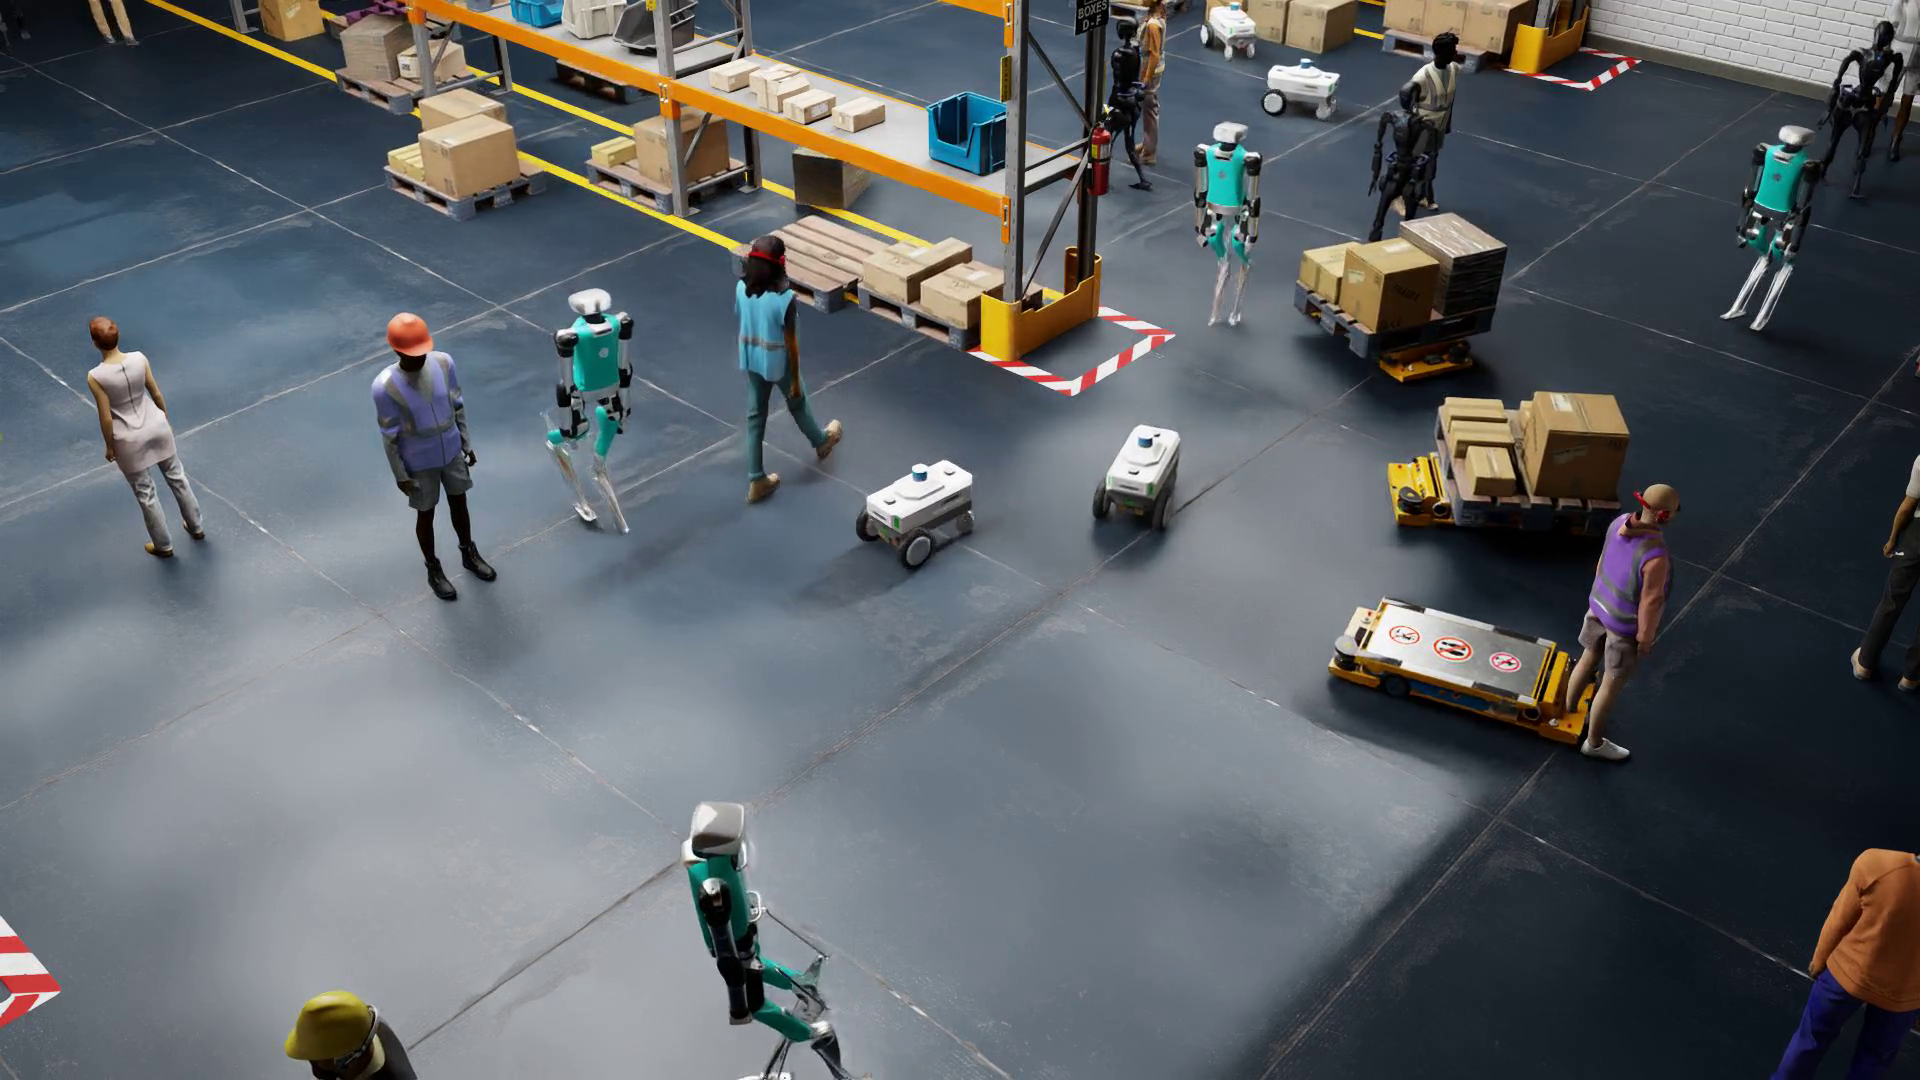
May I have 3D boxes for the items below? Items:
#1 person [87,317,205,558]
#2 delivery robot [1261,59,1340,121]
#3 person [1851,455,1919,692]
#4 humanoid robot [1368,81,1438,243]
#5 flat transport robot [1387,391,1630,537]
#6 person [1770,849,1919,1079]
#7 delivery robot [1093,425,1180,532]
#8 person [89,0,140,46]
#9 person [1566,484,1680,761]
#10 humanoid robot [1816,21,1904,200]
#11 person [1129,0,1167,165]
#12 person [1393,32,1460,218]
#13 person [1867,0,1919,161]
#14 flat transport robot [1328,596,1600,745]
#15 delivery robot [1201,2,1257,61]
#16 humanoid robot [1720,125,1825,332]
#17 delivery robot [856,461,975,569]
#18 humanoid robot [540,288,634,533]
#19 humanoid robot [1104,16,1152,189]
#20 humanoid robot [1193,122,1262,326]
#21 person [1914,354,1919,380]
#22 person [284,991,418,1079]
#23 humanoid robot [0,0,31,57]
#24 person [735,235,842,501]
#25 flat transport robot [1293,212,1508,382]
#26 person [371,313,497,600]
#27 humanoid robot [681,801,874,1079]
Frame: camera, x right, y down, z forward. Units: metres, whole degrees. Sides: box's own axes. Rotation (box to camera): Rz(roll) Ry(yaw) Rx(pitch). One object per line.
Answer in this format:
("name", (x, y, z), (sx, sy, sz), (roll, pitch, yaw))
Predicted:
("person", (-5.197, -0.649, 10.523), (0.285, 1.660, 0.442), (22, 40, 29))
("delivery robot", (3.569, -4.728, 17.418), (0.807, 0.606, 0.499), (14, 37, 20))
("person", (5.484, 0.050, 9.351), (0.506, 1.846, 0.346), (18, 39, 25))
("humanoid robot", (3.744, -3.038, 13.997), (0.621, 1.643, 0.613), (24, 41, 31))
("flat transport robot", (3.661, -0.311, 11.261), (1.431, 0.231, 0.659), (4, 35, 5))
("person", (3.741, 1.768, 6.754), (0.516, 1.974, 0.397), (20, 39, 26))
("delivery robot", (1.228, -0.436, 11.207), (0.499, 0.614, 0.815), (13, 37, 17))
("person", (-9.815, -6.467, 18.896), (0.587, 1.714, 0.821), (-25, 42, -32))
("person", (3.554, 0.426, 8.939), (0.342, 1.692, 0.494), (-7, 35, -10))
("humanoid robot", (8.287, -3.956, 15.329), (0.608, 1.624, 0.768), (4, 35, 6))
("person", (1.808, -4.512, 16.018), (0.313, 1.776, 0.480), (4, 35, 6))
("person", (4.227, -3.742, 14.981), (0.534, 1.693, 0.321), (-20, 39, -27))
("person", (9.158, -4.633, 16.068), (0.548, 1.927, 0.390), (14, 37, 19))
("flat transport robot", (2.950, 0.739, 9.739), (1.431, 0.231, 0.659), (16, 38, 21))
("delivery robot", (3.110, -5.855, 19.026), (0.499, 0.577, 0.758), (-8, 35, -11))
("humanoid robot", (6.415, -2.466, 12.973), (0.735, 1.677, 0.533), (-25, 42, -31))
("delivery robot", (-0.261, -0.226, 10.865), (0.750, 0.570, 0.499), (-27, 43, -34))
("humanoid robot", (-2.444, -0.845, 10.771), (0.571, 1.806, 0.792), (-29, 44, -35))
("humanoid robot", (1.516, -4.058, 15.468), (0.614, 1.636, 0.614), (18, 38, 24))
("humanoid robot", (2.154, -2.495, 13.143), (0.544, 1.793, 0.770), (16, 38, 22))
("person", (7.538, -1.999, 12.389), (0.309, 1.768, 0.531), (18, 39, 25))
("person", (-2.115, 2.297, 6.107), (0.404, 1.829, 0.599), (-18, 39, -24))
("humanoid robot", (-10.960, -6.394, 18.889), (0.589, 1.627, 0.764), (-16, 38, -22))
("person", (-1.197, -1.223, 11.215), (0.511, 1.828, 0.965), (15, 37, 21))
("flat transport robot", (3.394, -1.702, 13.275), (0.659, 0.231, 1.431), (-14, 37, -19))
("person", (-3.196, -0.515, 10.100), (0.386, 1.929, 0.542), (27, 43, 34))
("humanoid robot", (-0.709, 1.799, 7.003), (0.780, 1.888, 0.546), (-6, 35, -8))
